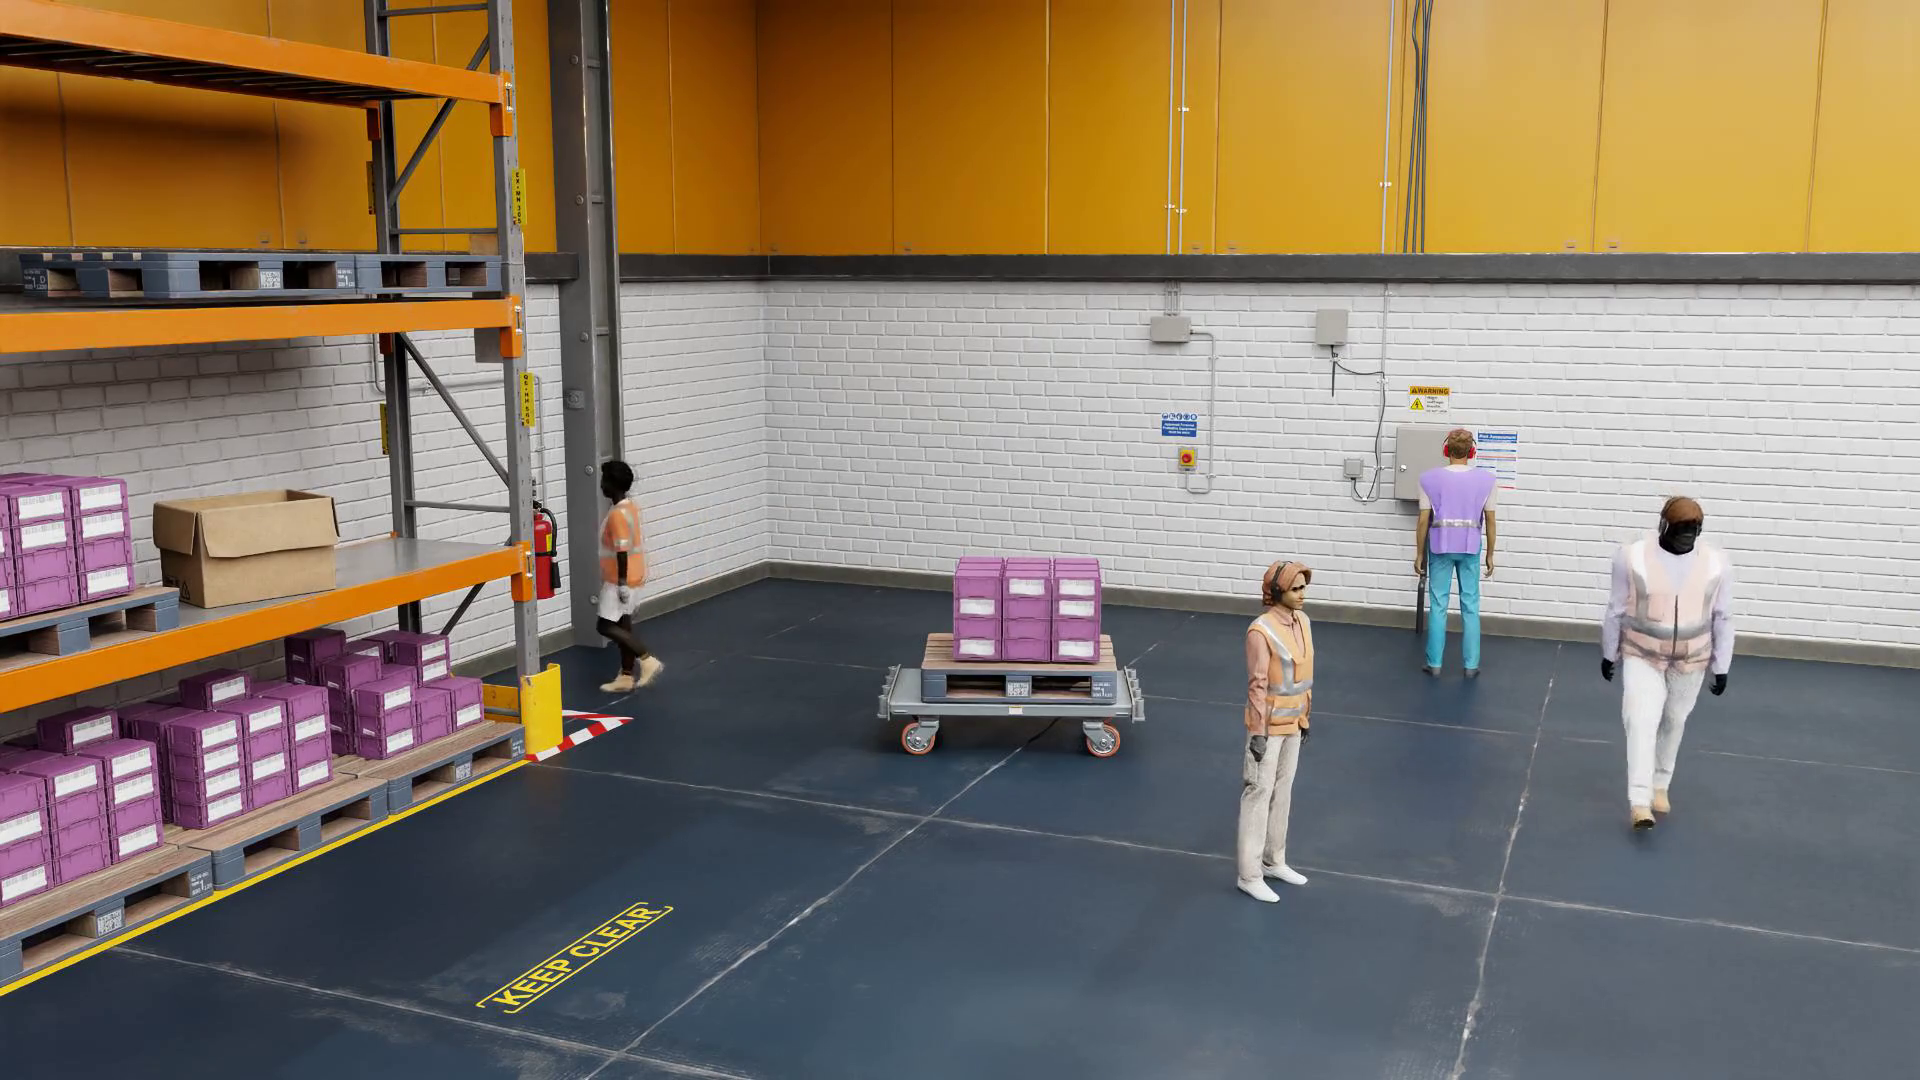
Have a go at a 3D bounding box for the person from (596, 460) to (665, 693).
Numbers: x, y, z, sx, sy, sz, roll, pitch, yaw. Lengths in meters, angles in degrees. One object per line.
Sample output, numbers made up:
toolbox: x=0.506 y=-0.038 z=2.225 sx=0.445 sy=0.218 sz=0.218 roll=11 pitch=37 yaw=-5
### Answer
person: x=-2.363 y=0.271 z=11.725 sx=0.419 sy=1.684 sz=0.539 roll=0 pitch=9 yaw=0

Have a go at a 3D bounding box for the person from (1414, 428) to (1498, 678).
person: x=3.644 y=0.104 z=12.243 sx=0.571 sy=1.843 sz=0.373 roll=2 pitch=9 yaw=9

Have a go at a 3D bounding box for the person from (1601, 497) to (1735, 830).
person: x=3.828 y=0.671 z=8.955 sx=0.643 sy=1.793 sz=0.934 roll=2 pitch=10 yaw=12

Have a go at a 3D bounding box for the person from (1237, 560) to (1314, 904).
person: x=1.531 y=0.904 z=8.017 sx=0.311 sy=1.638 sz=0.522 roll=7 pitch=12 yaw=37
